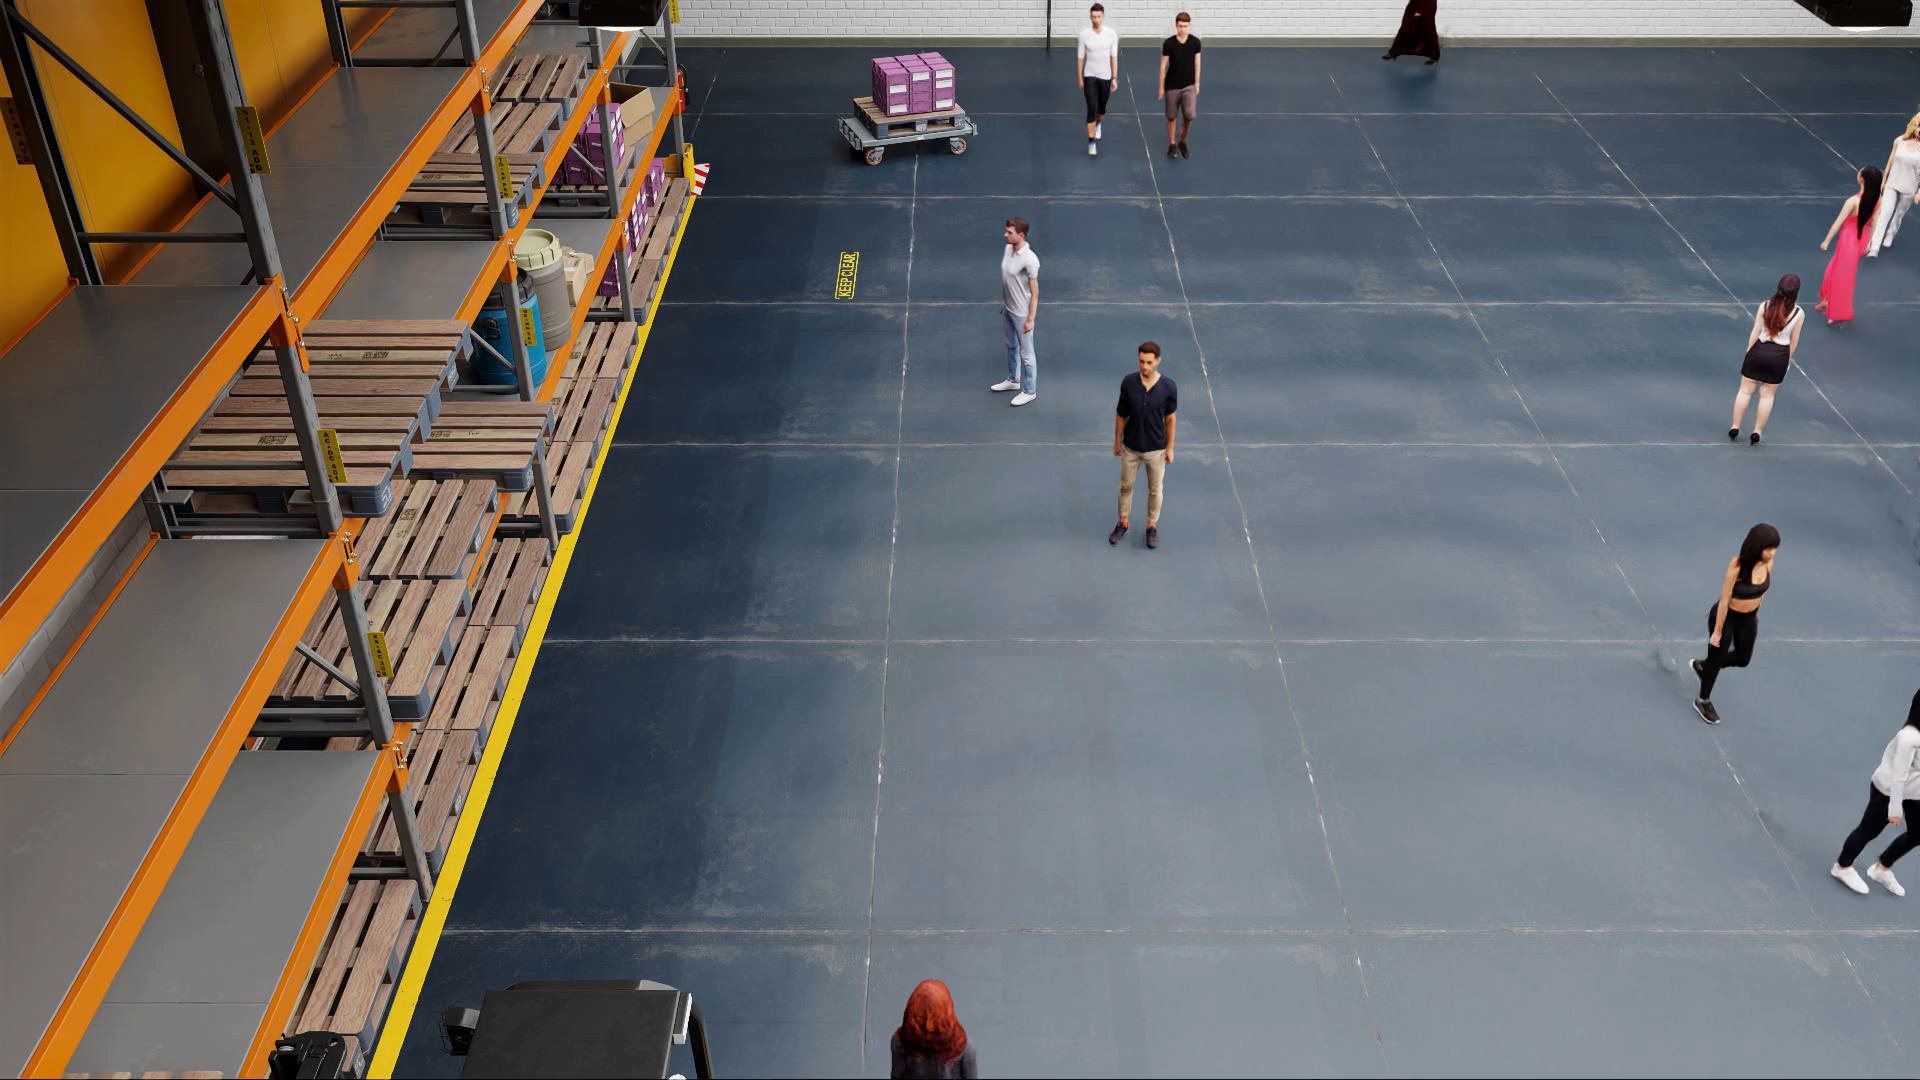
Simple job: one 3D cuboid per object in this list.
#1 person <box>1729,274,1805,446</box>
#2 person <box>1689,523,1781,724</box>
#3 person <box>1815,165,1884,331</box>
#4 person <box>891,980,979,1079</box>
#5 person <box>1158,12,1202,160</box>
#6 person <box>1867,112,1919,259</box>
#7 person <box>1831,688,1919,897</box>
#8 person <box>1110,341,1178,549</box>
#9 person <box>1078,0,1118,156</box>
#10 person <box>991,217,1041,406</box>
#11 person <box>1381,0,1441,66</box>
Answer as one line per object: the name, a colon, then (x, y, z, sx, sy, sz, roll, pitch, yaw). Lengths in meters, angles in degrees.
person: (7.278, -1.628, 15.004, 0.611, 1.648, 0.620, 13, 36, 18)
person: (5.417, 0.525, 11.778, 0.662, 1.633, 0.773, -9, 35, -14)
person: (9.115, -2.938, 16.921, 0.737, 1.707, 0.881, -11, 35, -15)
person: (-0.124, 2.867, 8.130, 0.665, 1.772, 0.673, 6, 34, 9)
person: (2.785, -5.791, 21.086, 0.673, 1.849, 0.619, 0, 34, 0)
person: (10.532, -3.970, 18.544, 1.039, 1.629, 1.182, 22, 39, 29)
person: (5.720, 1.492, 10.275, 0.745, 1.687, 0.781, -17, 37, -24)
person: (1.505, -0.785, 13.546, 0.696, 1.857, 0.619, 8, 34, 12)
person: (1.771, -5.970, 21.370, 0.679, 1.832, 1.161, -1, 34, -2)
person: (0.555, -2.164, 15.628, 0.796, 1.850, 0.663, -17, 37, -24)
person: (6.791, -7.693, 24.078, 0.780, 1.703, 1.019, -2, 34, -4)
